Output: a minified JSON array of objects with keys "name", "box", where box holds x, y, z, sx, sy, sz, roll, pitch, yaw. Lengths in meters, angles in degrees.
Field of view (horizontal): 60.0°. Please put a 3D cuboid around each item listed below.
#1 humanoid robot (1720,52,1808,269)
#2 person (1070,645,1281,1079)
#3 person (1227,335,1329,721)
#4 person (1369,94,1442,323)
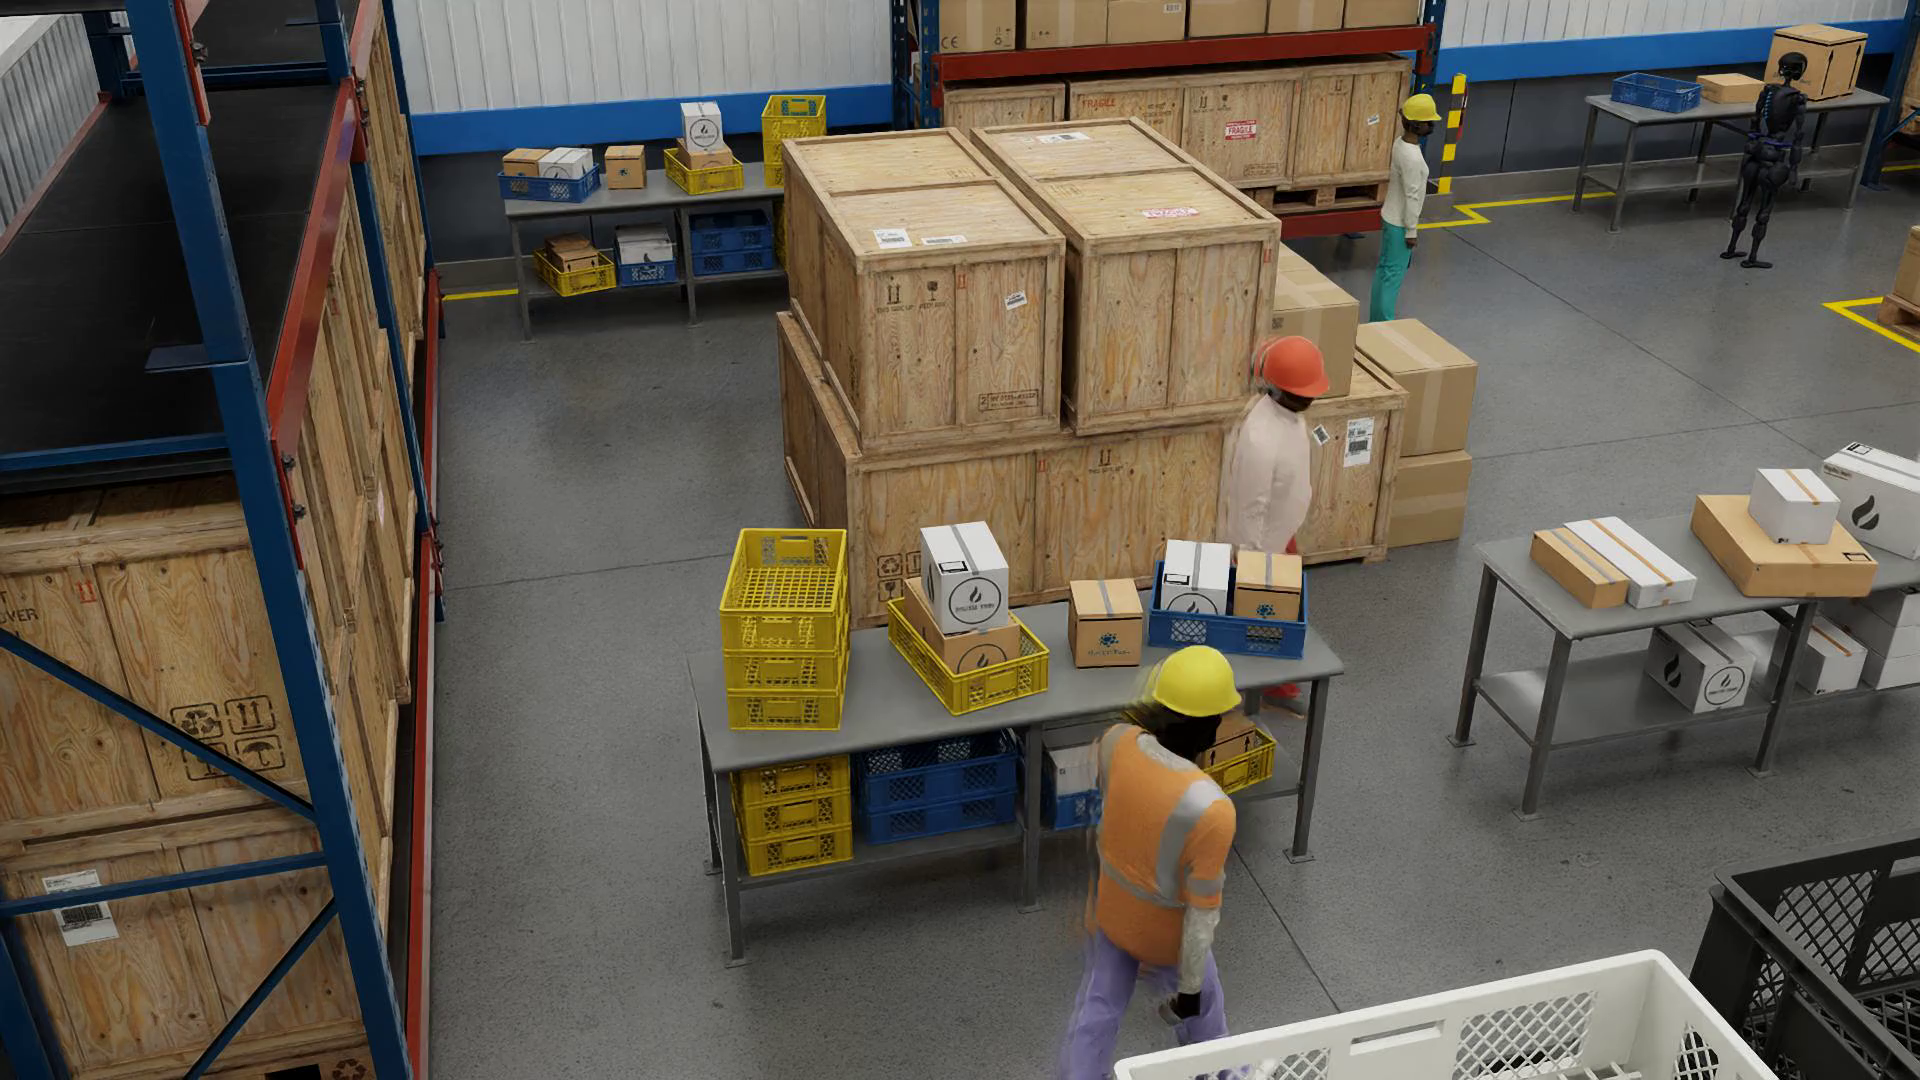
[{"name":"humanoid robot","box":[6.367,-2.993,13.074,0.325,1.657,0.599,-7,30,-13]},{"name":"person","box":[0.711,1.152,5.347,0.918,1.879,0.596,-21,35,-33]},{"name":"person","box":[1.296,-0.026,7.417,0.767,1.959,0.638,10,30,18]},{"name":"person","box":[3.097,-2.223,11.598,0.314,1.768,0.524,0,29,1]}]
